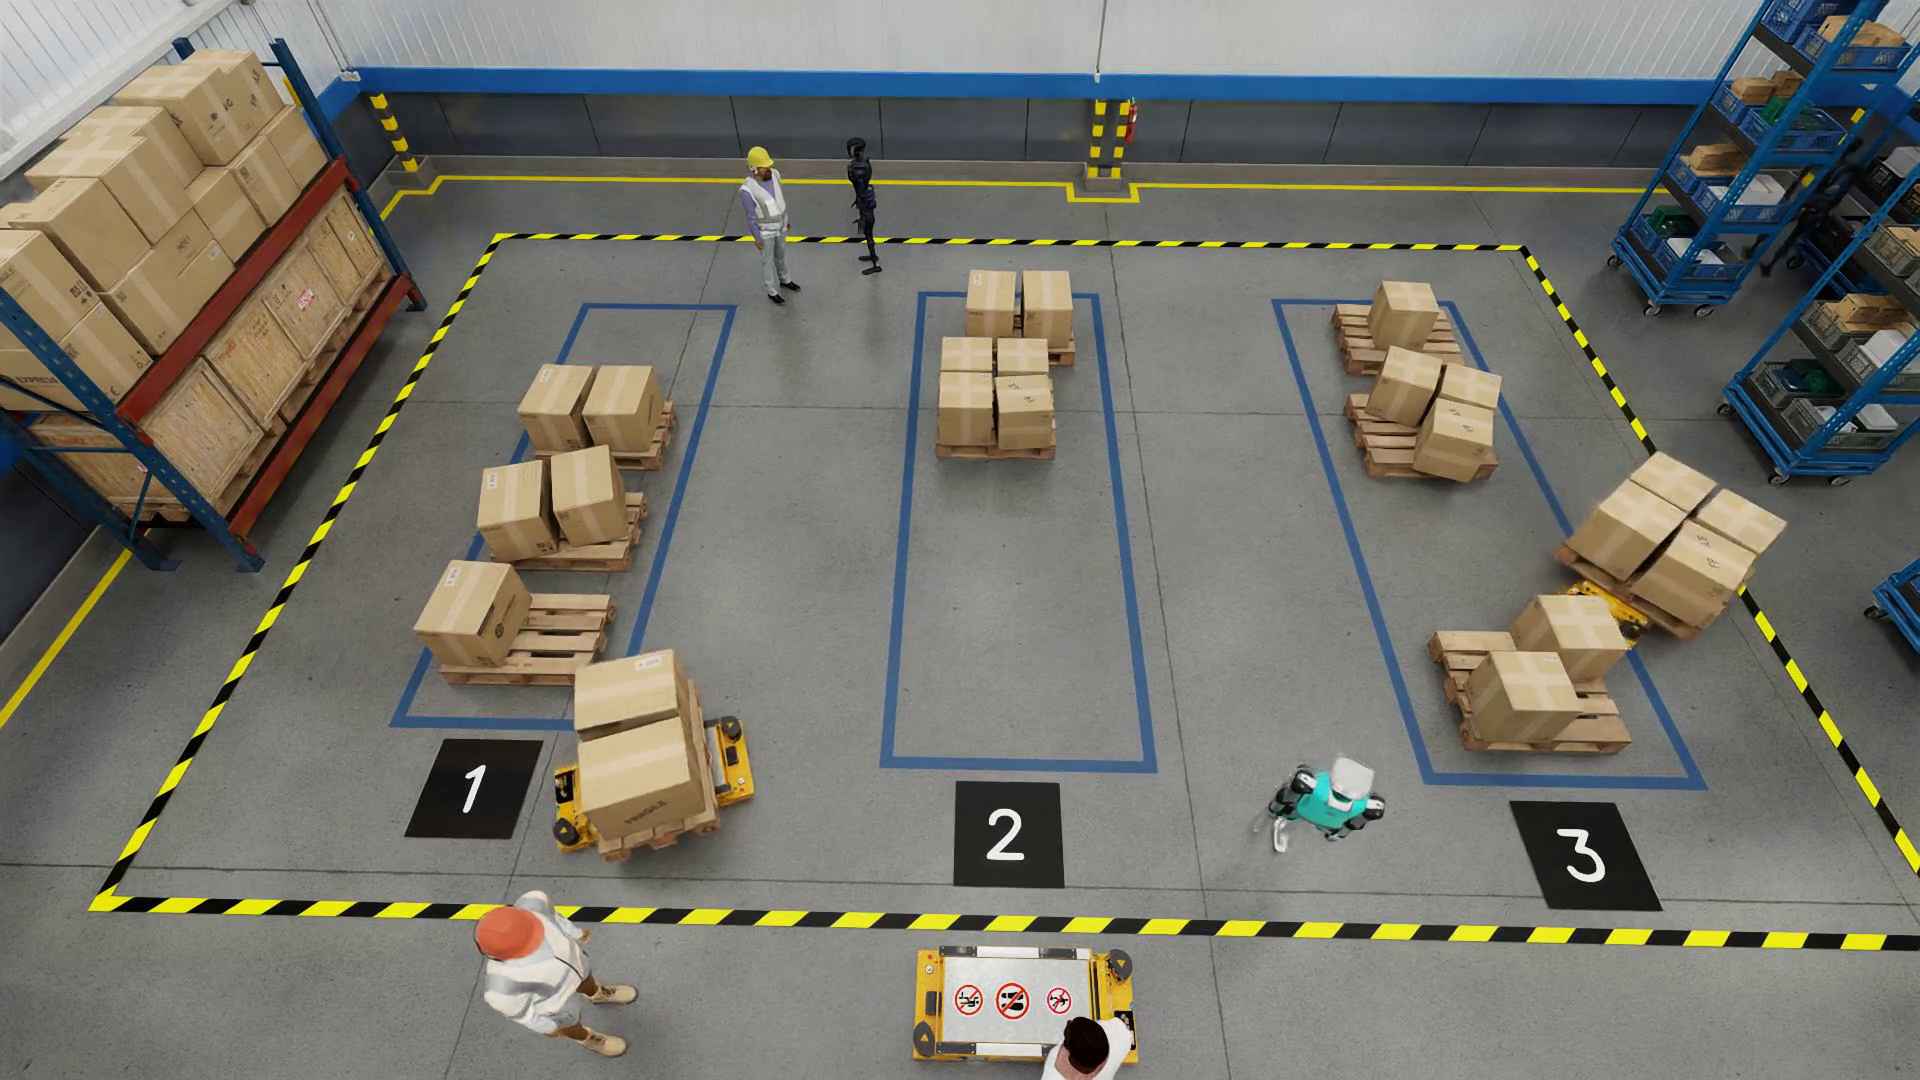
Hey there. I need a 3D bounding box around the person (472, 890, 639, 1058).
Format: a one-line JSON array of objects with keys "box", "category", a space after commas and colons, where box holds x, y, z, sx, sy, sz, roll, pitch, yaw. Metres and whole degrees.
[{"box": [-2.297, 2.516, 5.291, 0.394, 2.042, 0.608, 2, 51, 2], "category": "person"}]

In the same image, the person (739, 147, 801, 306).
[{"box": [-2.137, -3.546, 10.364, 0.404, 1.837, 0.589, 24, 55, 19], "category": "person"}]

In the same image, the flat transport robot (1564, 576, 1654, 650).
[{"box": [6.060, 0.337, 8.193, 1.431, 0.197, 0.652, -32, 58, -24], "category": "flat transport robot"}]

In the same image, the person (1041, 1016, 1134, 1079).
[{"box": [0.622, 2.949, 5.018, 0.589, 1.919, 0.393, -33, 58, -24], "category": "person"}]

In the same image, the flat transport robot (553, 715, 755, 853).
[{"box": [-2.340, 1.829, 6.977, 1.431, 0.197, 0.652, -14, 52, -11], "category": "flat transport robot"}]

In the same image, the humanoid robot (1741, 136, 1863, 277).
[{"box": [9.990, -3.978, 10.826, 0.590, 1.638, 0.613, 19, 53, 15], "category": "humanoid robot"}]

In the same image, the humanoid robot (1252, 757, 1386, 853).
[{"box": [2.364, 1.725, 6.150, 0.547, 1.798, 0.820, 17, 53, 14], "category": "humanoid robot"}]

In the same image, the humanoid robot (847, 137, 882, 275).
[{"box": [-1.135, -3.919, 10.760, 0.315, 1.659, 0.599, -6, 51, -5], "category": "humanoid robot"}]

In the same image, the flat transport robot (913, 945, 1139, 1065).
[{"box": [0.422, 3.041, 6.007, 1.431, 0.231, 0.659, 1, 51, 1], "category": "flat transport robot"}]

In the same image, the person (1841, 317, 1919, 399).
[{"box": [9.584, -2.100, 9.199, 0.595, 1.818, 0.699, 5, 51, 4], "category": "person"}]
